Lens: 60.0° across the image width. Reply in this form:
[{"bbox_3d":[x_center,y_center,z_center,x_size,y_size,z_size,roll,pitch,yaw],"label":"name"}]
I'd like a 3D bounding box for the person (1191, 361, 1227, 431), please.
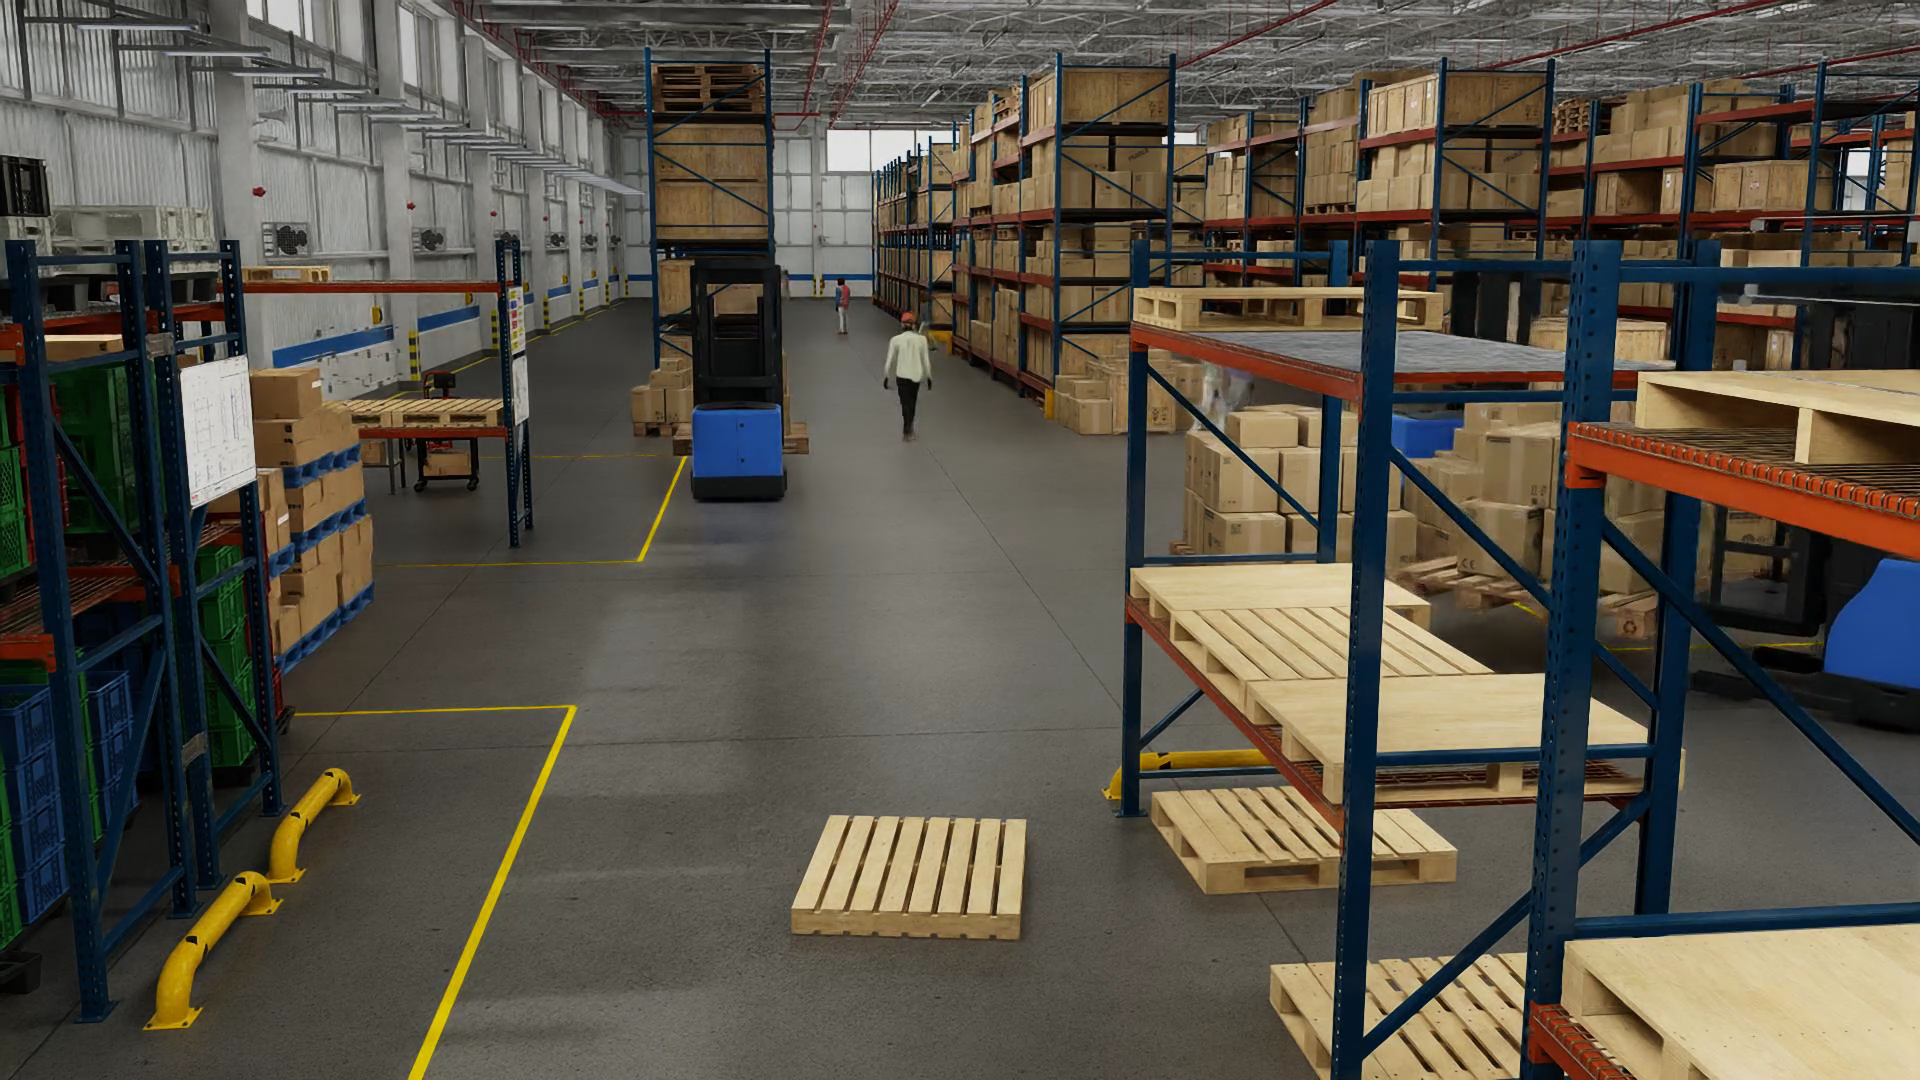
[{"bbox_3d":[3.802,-2.263,24.988,0.732,1.608,0.527,5,11,24],"label":"person"}]

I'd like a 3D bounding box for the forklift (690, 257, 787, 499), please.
[{"bbox_3d":[-2.664,-1.977,19.888,1.129,2.768,1.873,-1,10,-6],"label":"forklift"}]

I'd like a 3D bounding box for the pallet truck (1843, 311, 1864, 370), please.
[{"bbox_3d":[15.846,-3.142,28.793,1.885,1.965,0.823,2,10,12],"label":"pallet truck"}]

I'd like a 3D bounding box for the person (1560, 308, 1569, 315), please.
[{"bbox_3d":[12.839,-4.223,34.945,0.707,1.933,0.542,4,11,20],"label":"person"}]

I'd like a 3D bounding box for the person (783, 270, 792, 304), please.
[{"bbox_3d":[-8.169,-12.022,79.016,0.541,1.619,0.552,0,10,-1],"label":"person"}]

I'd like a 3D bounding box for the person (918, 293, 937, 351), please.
[{"bbox_3d":[-1.023,-5.957,45.513,0.867,1.580,0.525,-1,10,-5],"label":"person"}]

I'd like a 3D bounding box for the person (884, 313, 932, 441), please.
[{"bbox_3d":[-0.793,-2.482,25.353,0.673,1.929,1.066,-3,11,-17],"label":"person"}]

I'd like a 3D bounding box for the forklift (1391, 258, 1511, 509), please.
[{"bbox_3d":[5.727,-1.742,18.585,1.873,2.768,1.129,-1,10,-7],"label":"forklift"}]

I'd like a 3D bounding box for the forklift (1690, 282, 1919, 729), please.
[{"bbox_3d":[5.923,-0.295,10.567,1.129,2.768,1.873,-9,14,-42],"label":"forklift"}]

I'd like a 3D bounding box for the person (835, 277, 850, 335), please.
[{"bbox_3d":[-3.804,-7.535,53.587,0.430,1.837,0.626,7,12,33],"label":"person"}]

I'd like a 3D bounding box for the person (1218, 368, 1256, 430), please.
[{"bbox_3d":[4.374,-2.449,25.226,1.011,1.890,0.657,0,10,0],"label":"person"}]
